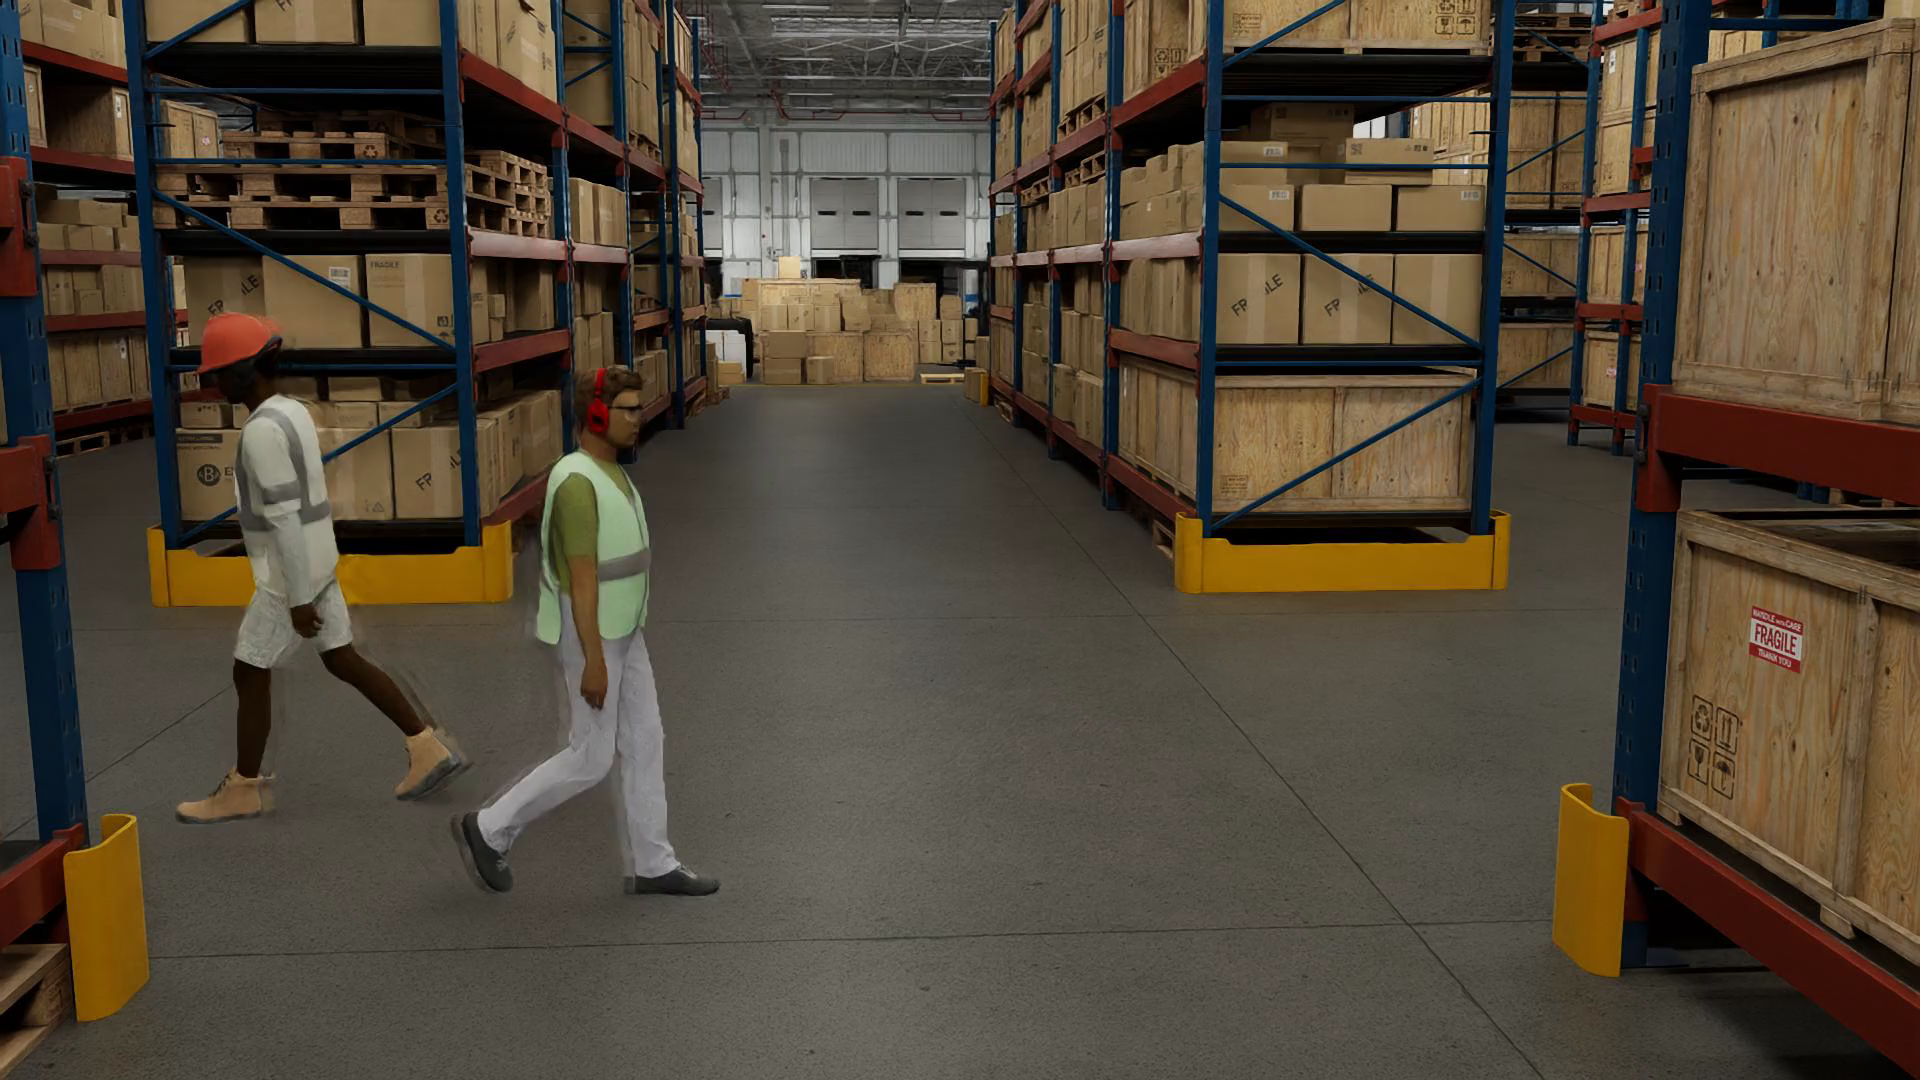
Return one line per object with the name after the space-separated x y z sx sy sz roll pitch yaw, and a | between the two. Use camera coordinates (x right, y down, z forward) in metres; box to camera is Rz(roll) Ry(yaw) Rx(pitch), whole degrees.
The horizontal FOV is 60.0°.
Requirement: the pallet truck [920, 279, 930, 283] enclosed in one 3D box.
-0.932 -8.922 63.114 1.885 1.965 0.823 2 9 13 | pallet truck

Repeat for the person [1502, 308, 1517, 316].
10.059 -3.657 30.388 0.962 1.903 0.554 3 9 17 | person

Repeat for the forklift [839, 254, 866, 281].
-3.693 -8.485 57.608 1.129 2.768 1.873 -6 11 -32 | forklift

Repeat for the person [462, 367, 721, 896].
-1.249 0.330 5.575 0.783 1.824 0.581 1 9 4 | person

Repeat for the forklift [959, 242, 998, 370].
1.039 -5.082 36.242 1.129 2.768 1.873 -9 13 -44 | forklift

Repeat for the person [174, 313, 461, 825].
-2.508 0.113 6.450 1.029 1.993 0.643 -2 9 -9 | person
